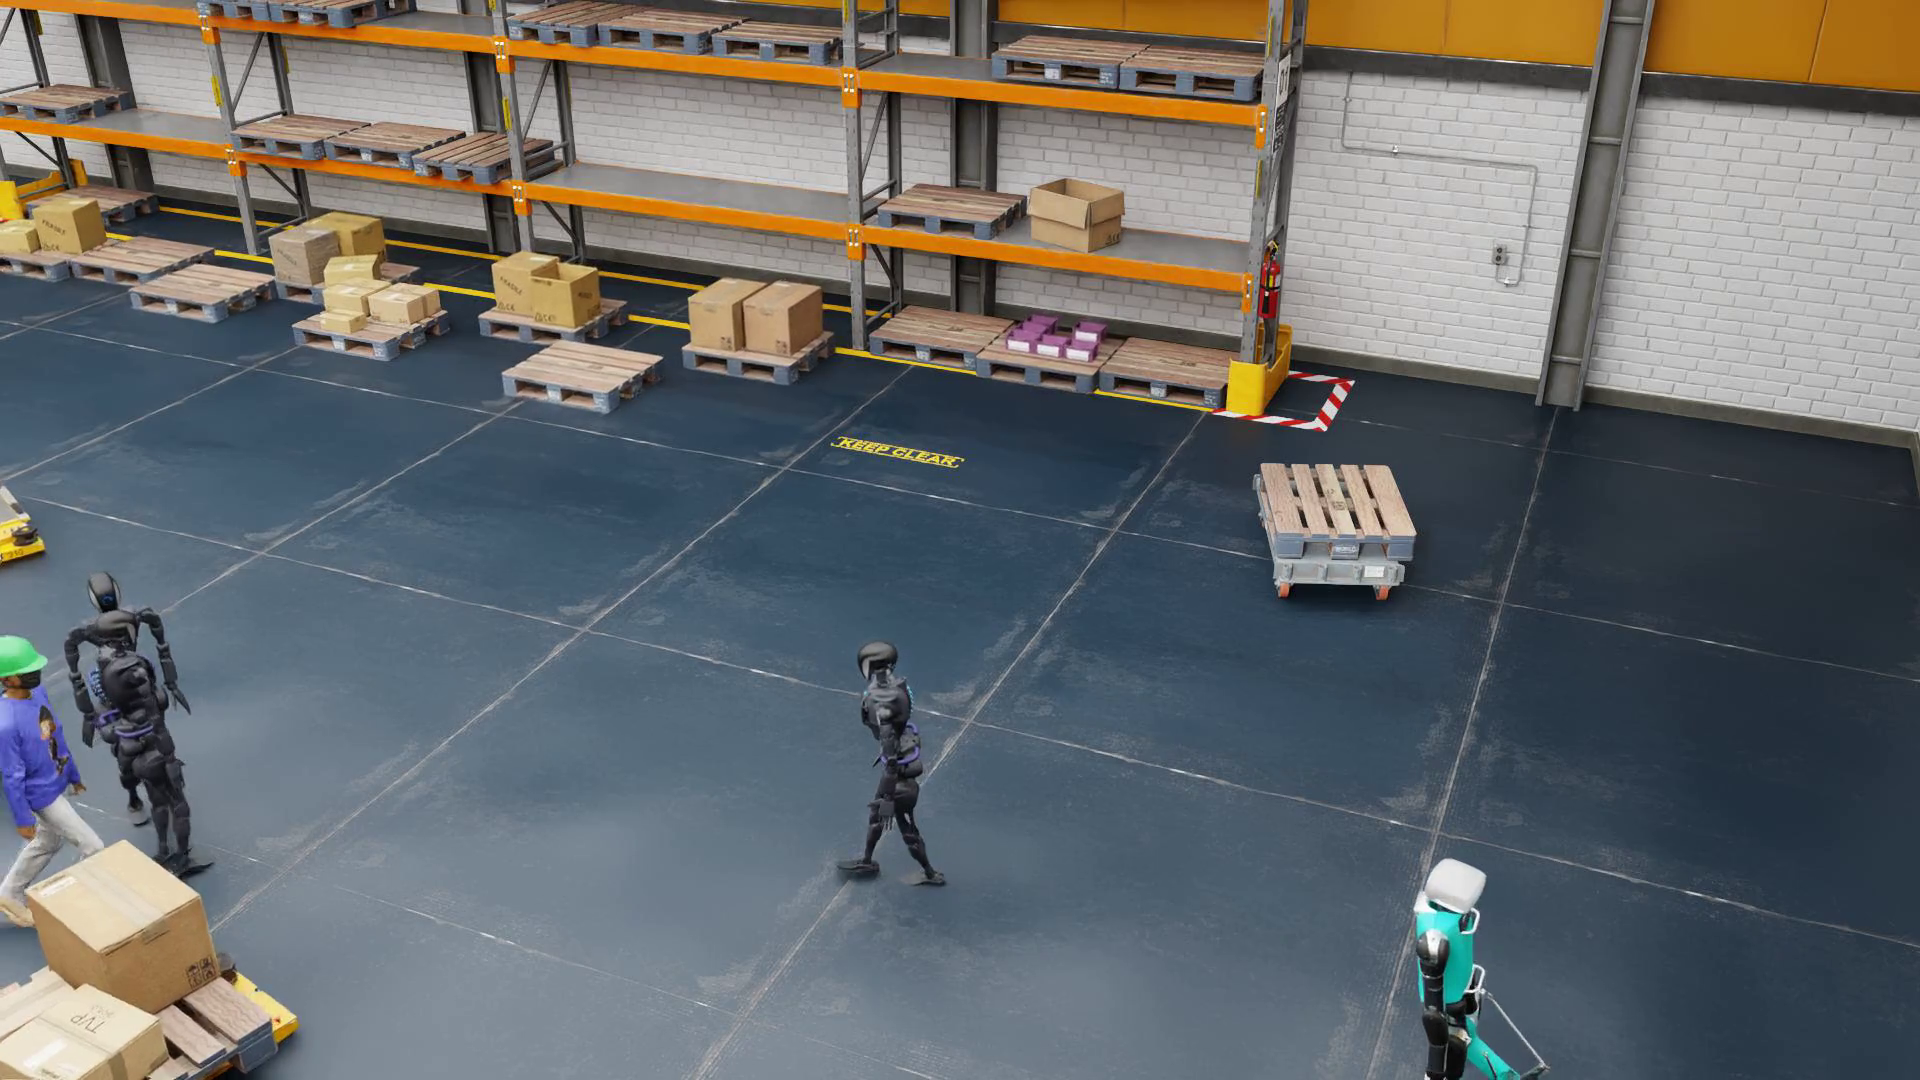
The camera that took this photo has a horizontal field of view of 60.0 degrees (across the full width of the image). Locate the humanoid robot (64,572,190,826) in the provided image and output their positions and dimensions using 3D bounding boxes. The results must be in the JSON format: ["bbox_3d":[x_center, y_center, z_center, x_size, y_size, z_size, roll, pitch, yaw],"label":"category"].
[{"bbox_3d":[-4.840,0.906,9.666,0.589,1.649,0.389,-23,35,-37],"label":"humanoid robot"}]

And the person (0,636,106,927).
[{"bbox_3d":[-4.833,1.295,8.716,0.927,1.836,0.465,-3,27,-6],"label":"person"}]

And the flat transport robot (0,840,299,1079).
[{"bbox_3d":[-4.010,2.550,7.988,0.659,0.231,1.431,20,33,33],"label":"flat transport robot"}]

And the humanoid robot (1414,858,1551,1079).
[{"bbox_3d":[2.260,2.233,7.132,0.770,1.898,0.568,13,30,23],"label":"humanoid robot"}]

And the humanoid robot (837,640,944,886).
[{"bbox_3d":[-0.391,1.235,9.026,0.602,1.636,0.593,-2,27,-4],"label":"humanoid robot"}]

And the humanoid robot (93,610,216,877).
[{"bbox_3d":[-4.527,1.117,9.228,0.612,1.656,0.338,20,33,34],"label":"humanoid robot"}]

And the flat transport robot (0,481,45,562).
[{"bbox_3d":[-7.832,-0.141,13.205,0.659,0.231,1.431,-22,34,-35],"label":"flat transport robot"}]
